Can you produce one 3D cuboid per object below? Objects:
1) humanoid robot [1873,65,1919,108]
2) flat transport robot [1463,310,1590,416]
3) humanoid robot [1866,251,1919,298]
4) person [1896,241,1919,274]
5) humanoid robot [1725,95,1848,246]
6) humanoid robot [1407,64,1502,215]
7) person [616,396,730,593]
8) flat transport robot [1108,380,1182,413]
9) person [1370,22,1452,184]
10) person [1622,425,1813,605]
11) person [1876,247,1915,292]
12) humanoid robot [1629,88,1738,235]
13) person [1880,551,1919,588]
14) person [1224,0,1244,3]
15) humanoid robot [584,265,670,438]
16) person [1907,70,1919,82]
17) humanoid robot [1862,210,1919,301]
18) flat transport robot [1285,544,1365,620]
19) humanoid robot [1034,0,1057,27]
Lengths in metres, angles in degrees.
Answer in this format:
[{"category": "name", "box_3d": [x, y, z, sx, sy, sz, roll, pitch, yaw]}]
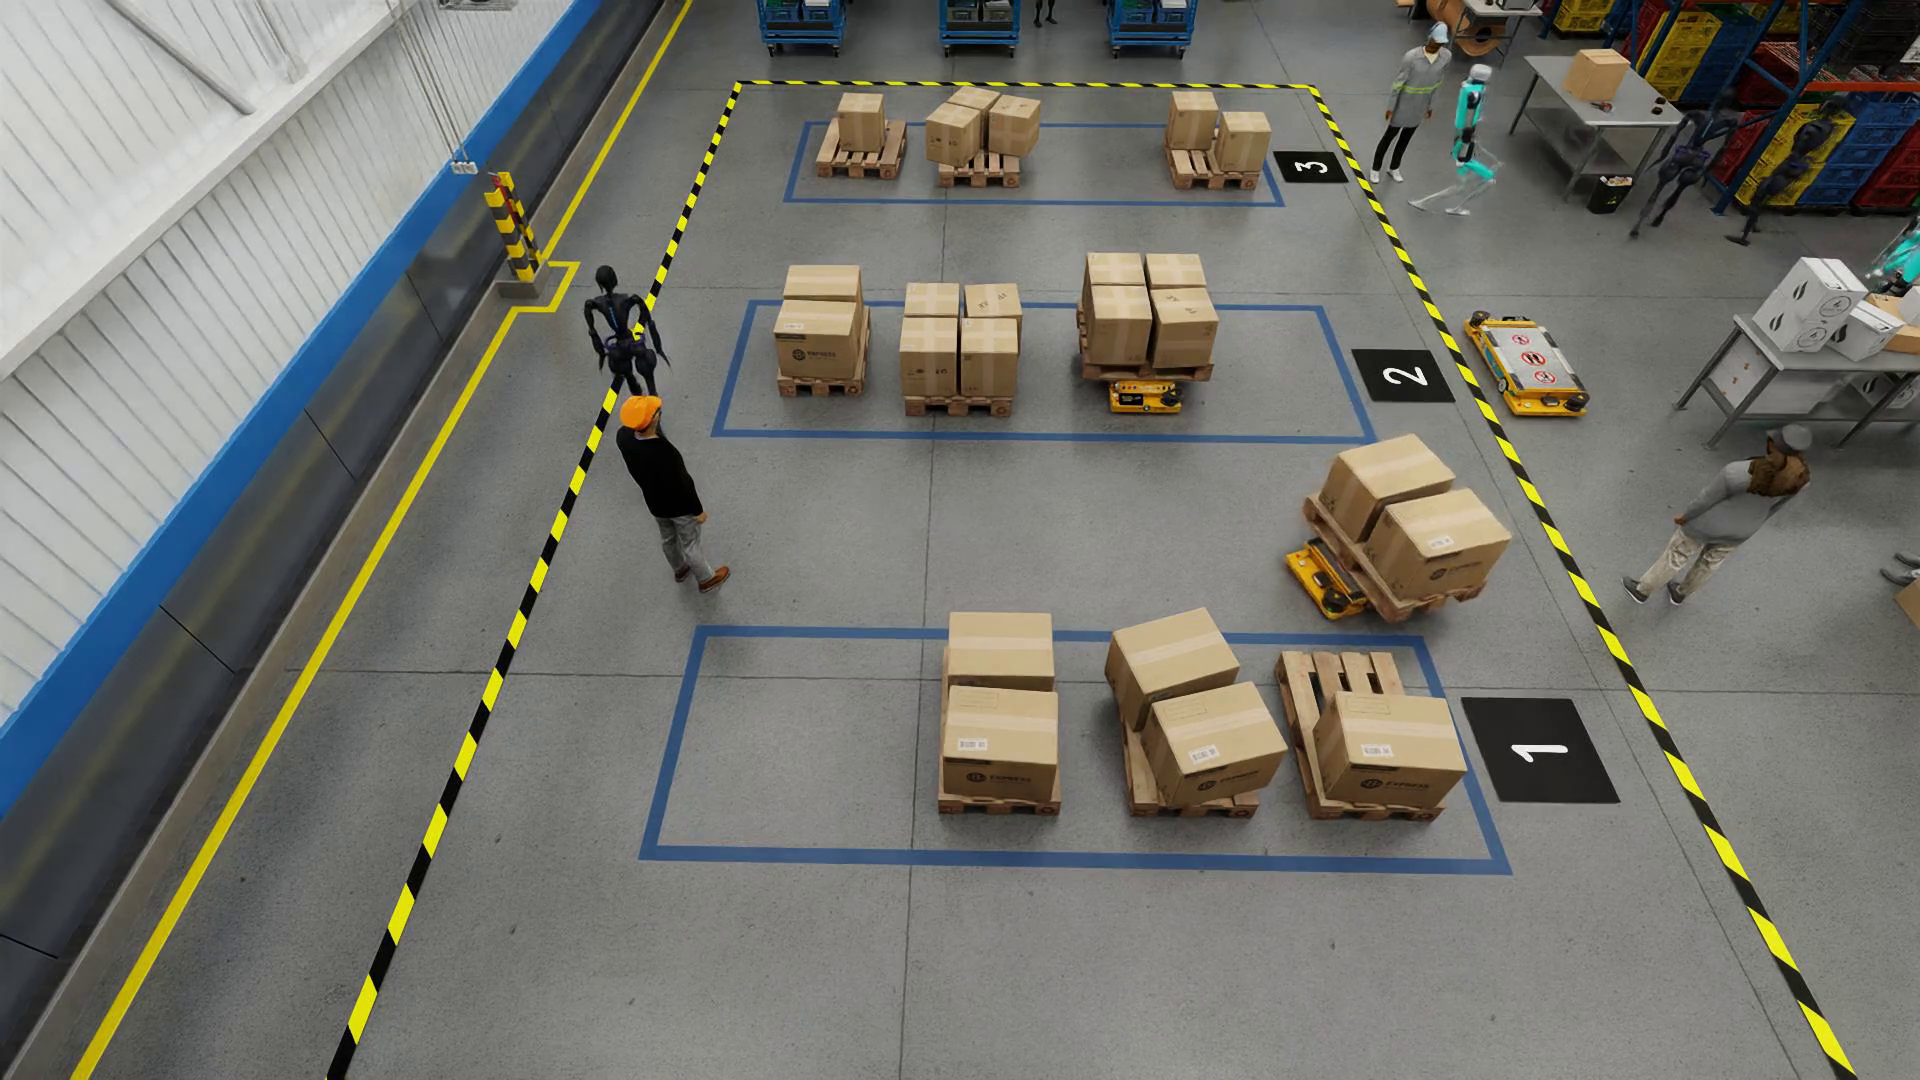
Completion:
[{"category": "humanoid robot", "box_3d": [13.184, -6.832, 12.527, 0.609, 1.641, 0.670, -1, 49, -1]}, {"category": "flat transport robot", "box_3d": [5.573, -1.757, 9.054, 0.659, 0.231, 1.431, 1, 49, 1]}, {"category": "humanoid robot", "box_3d": [8.362, -2.211, 8.505, 0.669, 1.840, 0.557, 31, 56, 24]}, {"category": "person", "box_3d": [8.910, -2.511, 8.545, 0.400, 2.036, 0.598, 29, 55, 23]}, {"category": "humanoid robot", "box_3d": [9.085, -4.054, 10.110, 0.589, 1.654, 0.332, -32, 56, -24]}, {"category": "humanoid robot", "box_3d": [5.818, -4.446, 10.394, 0.978, 1.718, 0.543, 11, 50, 9]}, {"category": "person", "box_3d": [-2.122, -0.307, 6.732, 0.586, 1.884, 0.362, 24, 53, 19]}, {"category": "flat transport robot", "box_3d": [1.773, -1.807, 9.079, 0.652, 0.197, 1.431, 1, 49, 1]}, {"category": "person", "box_3d": [5.421, -5.209, 10.995, 0.596, 1.850, 0.385, -4, 49, -4]}, {"category": "person", "box_3d": [5.530, -0.127, 6.651, 0.560, 1.768, 0.400, 5, 49, 4]}, {"category": "person", "box_3d": [9.983, -3.193, 9.236, 0.656, 1.877, 0.344, 0, 49, 0]}, {"category": "humanoid robot", "box_3d": [8.136, -4.214, 10.284, 0.600, 1.656, 0.708, 31, 56, 24]}, {"category": "person", "box_3d": [7.721, -0.335, 6.722, 0.602, 1.939, 0.411, -30, 56, -24]}, {"category": "person", "box_3d": [4.606, -9.809, 14.939, 0.448, 1.911, 0.646, -22, 53, -18]}, {"category": "humanoid robot", "box_3d": [-2.903, -1.624, 8.040, 0.611, 1.636, 0.769, -9, 50, -7]}, {"category": "person", "box_3d": [13.994, -7.185, 12.719, 0.598, 1.827, 0.404, 22, 53, 18]}, {"category": "humanoid robot", "box_3d": [9.548, -3.008, 9.207, 0.792, 1.839, 0.565, -7, 49, -6]}, {"category": "flat transport robot", "box_3d": [3.428, 0.163, 7.373, 1.431, 0.197, 0.652, -14, 51, -12]}, {"category": "humanoid robot", "box_3d": [1.428, -9.004, 14.386, 0.599, 1.657, 0.315, -20, 52, -17]}]
